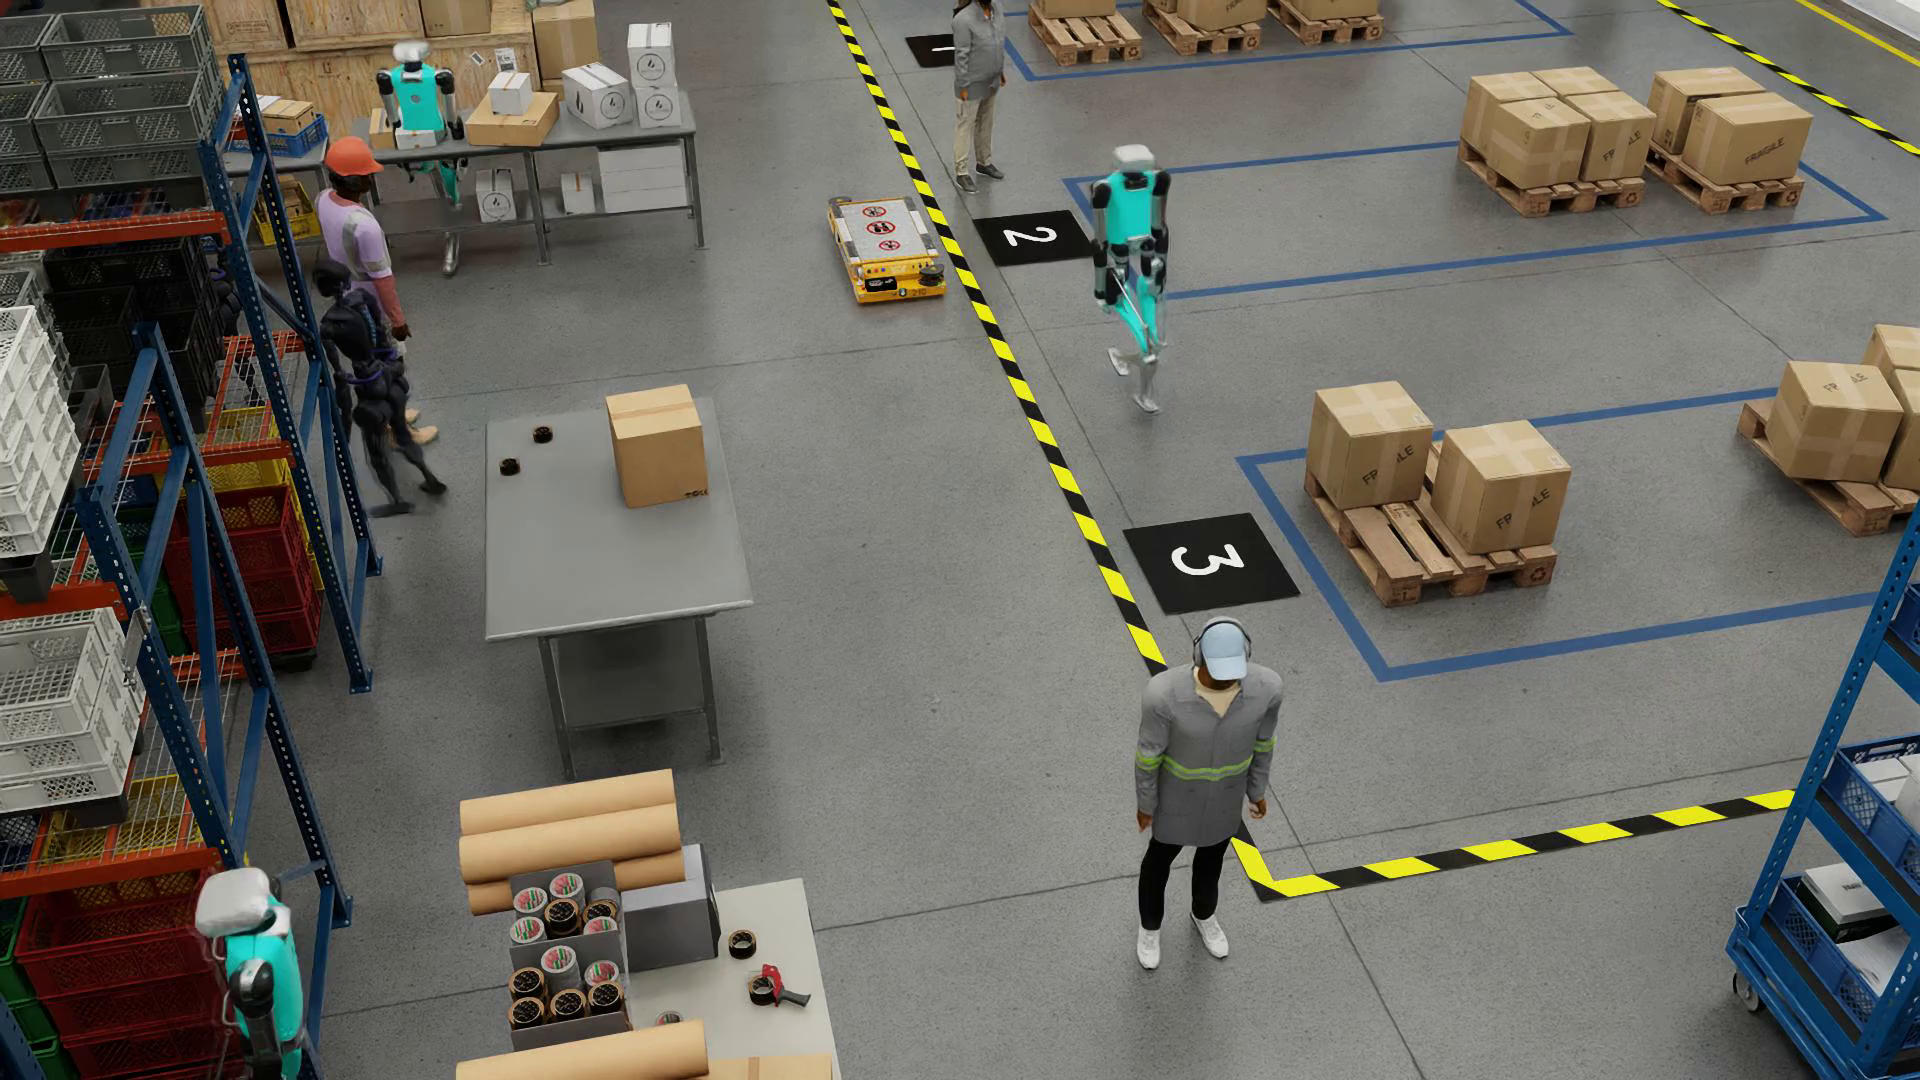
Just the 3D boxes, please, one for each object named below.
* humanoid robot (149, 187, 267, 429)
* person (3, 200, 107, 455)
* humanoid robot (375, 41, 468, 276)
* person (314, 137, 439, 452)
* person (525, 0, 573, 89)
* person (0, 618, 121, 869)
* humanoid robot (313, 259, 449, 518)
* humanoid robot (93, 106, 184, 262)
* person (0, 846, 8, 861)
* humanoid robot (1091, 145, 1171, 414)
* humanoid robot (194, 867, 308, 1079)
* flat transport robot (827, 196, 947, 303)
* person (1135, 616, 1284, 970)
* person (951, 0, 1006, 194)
[{"bbox_3d":[-4.739,-1.478,10.347,0.315,1.657,0.599,25,43,29],"label":"humanoid robot"},{"bbox_3d":[-5.471,-1.223,9.868,0.618,1.865,0.608,-24,43,-29],"label":"person"},{"bbox_3d":[-3.850,-2.900,12.253,0.532,1.761,1.010,-3,37,-4],"label":"humanoid robot"},{"bbox_3d":[-3.528,-1.462,10.051,0.405,2.029,0.611,-30,46,-34],"label":"person"},{"bbox_3d":[-3.463,-4.542,14.288,0.412,1.908,0.602,23,42,28],"label":"person"},{"bbox_3d":[-4.147,0.785,7.182,0.624,1.844,0.429,-16,39,-20],"label":"person"},{"bbox_3d":[-3.336,-0.856,9.529,0.448,1.644,0.600,8,37,10],"label":"humanoid robot"},{"bbox_3d":[-5.471,-2.112,11.215,0.390,1.637,0.612,30,46,34],"label":"humanoid robot"},{"bbox_3d":[-4.548,0.809,7.154,0.404,1.834,0.588,9,38,11],"label":"person"},{"bbox_3d":[1.133,-1.570,10.417,0.540,1.738,0.969,-16,39,-20],"label":"humanoid robot"},{"bbox_3d":[-2.567,1.866,5.833,1.042,1.738,0.547,-9,38,-12],"label":"humanoid robot"},{"bbox_3d":[-0.570,-2.220,12.538,0.659,0.231,1.431,-8,37,-10],"label":"flat transport robot"},{"bbox_3d":[0.999,1.043,6.826,0.589,1.852,0.396,-5,37,-6],"label":"person"},{"bbox_3d":[0.148,-3.673,13.237,0.403,1.762,0.563,26,44,31],"label":"person"}]
